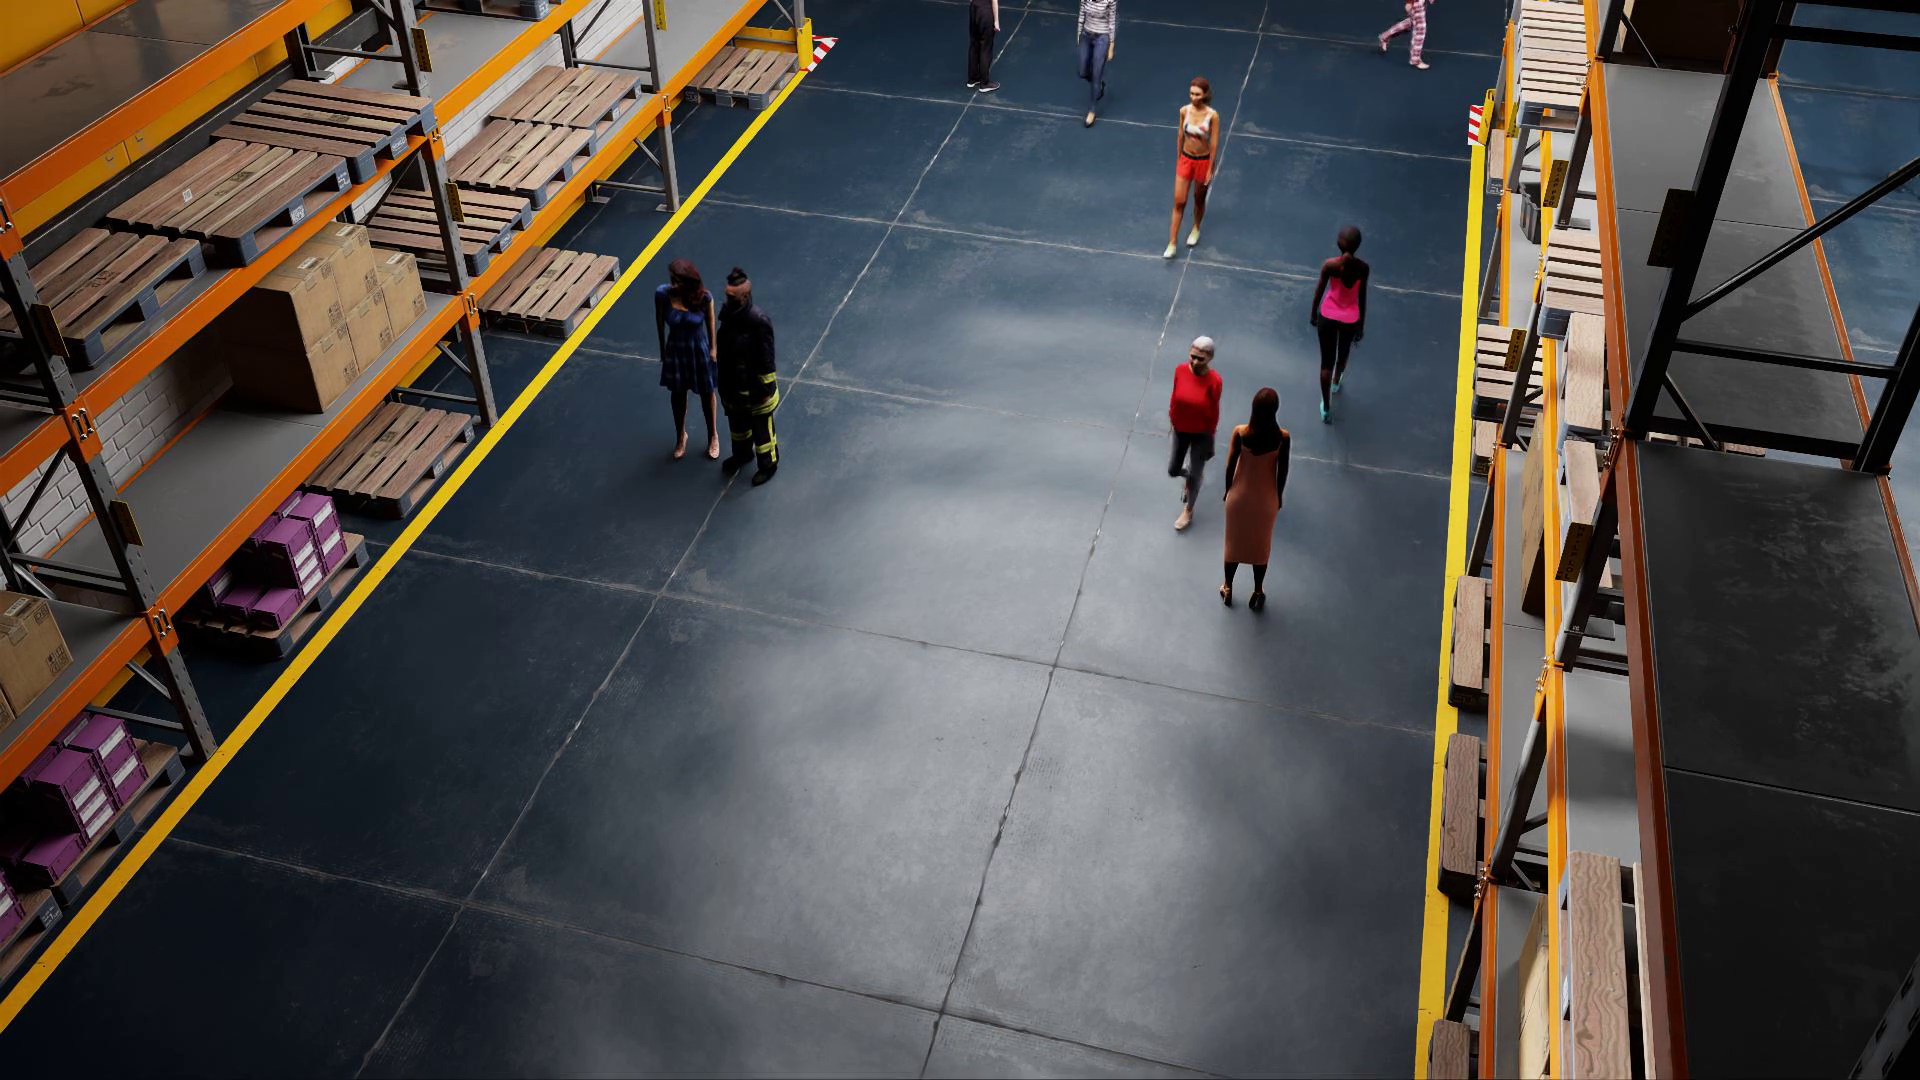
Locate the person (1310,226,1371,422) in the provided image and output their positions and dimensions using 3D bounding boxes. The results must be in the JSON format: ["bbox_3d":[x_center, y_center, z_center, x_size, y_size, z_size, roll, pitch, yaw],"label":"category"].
[{"bbox_3d":[3.115,-1.747,13.688,0.653,1.698,0.932,6,39,7],"label":"person"}]

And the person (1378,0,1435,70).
[{"bbox_3d":[5.332,-6.429,19.566,0.881,1.679,0.971,25,45,28],"label":"person"}]

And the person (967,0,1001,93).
[{"bbox_3d":[0.243,-6.012,18.990,0.680,1.746,0.664,-29,47,-31],"label":"person"}]

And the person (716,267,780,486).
[{"bbox_3d":[-1.667,-1.310,13.006,0.868,1.867,0.874,31,48,33],"label":"person"}]

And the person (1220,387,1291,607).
[{"bbox_3d":[2.068,-0.290,11.757,0.573,1.831,0.512,9,39,11],"label":"person"}]

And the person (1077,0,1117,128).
[{"bbox_3d":[1.519,-5.443,18.246,0.684,1.786,0.817,18,42,21],"label":"person"}]

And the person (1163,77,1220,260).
[{"bbox_3d":[2.312,-3.637,16.004,0.662,1.761,0.994,14,41,16],"label":"person"}]

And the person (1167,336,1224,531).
[{"bbox_3d":[1.792,-0.848,12.573,0.650,1.684,0.766,18,42,21],"label":"person"}]

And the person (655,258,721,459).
[{"bbox_3d":[-2.156,-1.436,13.211,0.718,1.807,0.654,1,39,1],"label":"person"}]
